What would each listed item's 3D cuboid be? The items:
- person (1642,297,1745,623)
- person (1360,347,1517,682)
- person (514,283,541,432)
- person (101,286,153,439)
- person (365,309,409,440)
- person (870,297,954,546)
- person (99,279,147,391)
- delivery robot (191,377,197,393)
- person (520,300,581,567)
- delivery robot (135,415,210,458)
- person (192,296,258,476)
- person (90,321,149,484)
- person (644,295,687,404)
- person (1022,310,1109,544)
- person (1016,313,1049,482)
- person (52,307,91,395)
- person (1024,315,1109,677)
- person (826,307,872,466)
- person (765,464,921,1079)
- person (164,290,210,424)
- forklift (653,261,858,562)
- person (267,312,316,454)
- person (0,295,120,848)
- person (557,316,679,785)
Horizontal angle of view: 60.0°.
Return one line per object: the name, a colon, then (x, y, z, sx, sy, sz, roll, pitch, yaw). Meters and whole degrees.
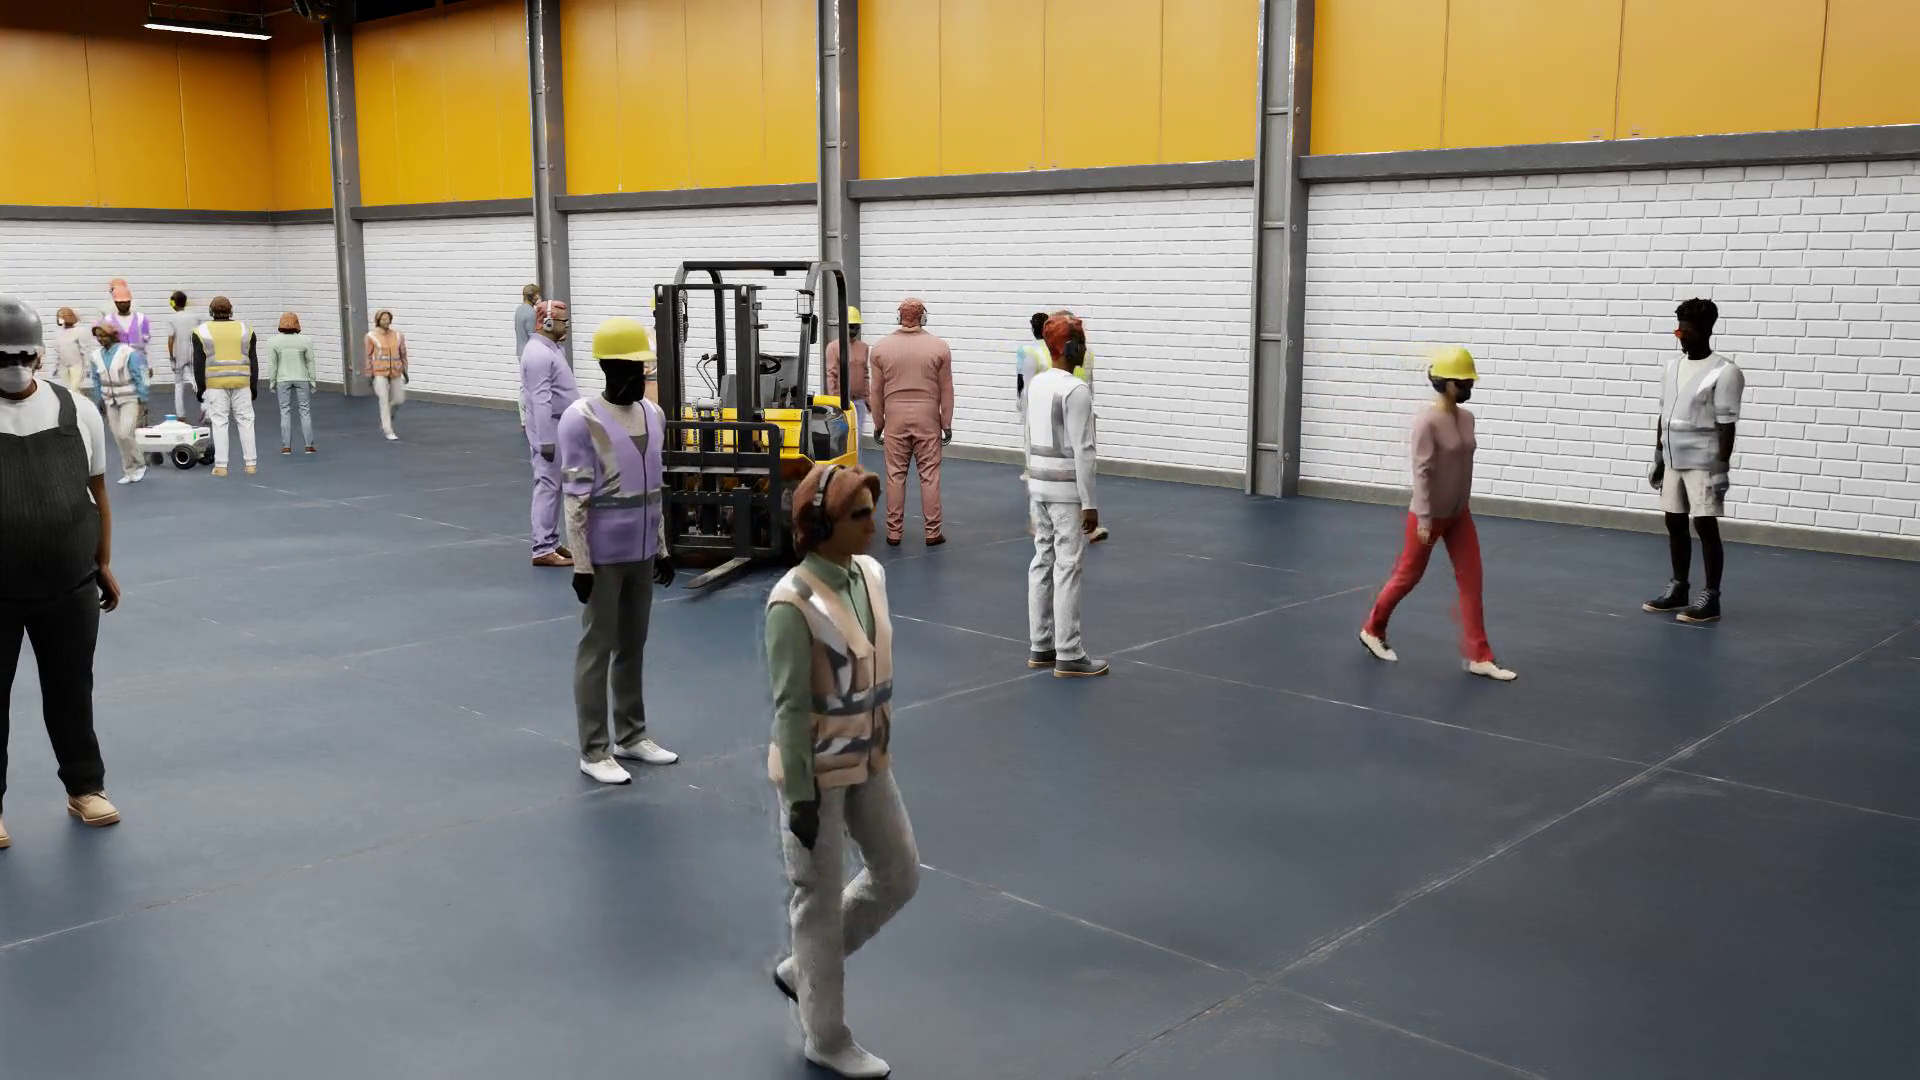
person: (4.425, -0.482, 10.050, 0.380, 1.957, 0.599, -3, 10, -15)
person: (2.504, -0.159, 8.761, 0.540, 1.722, 0.907, -7, 12, -38)
person: (-5.549, -2.345, 21.522, 0.371, 1.934, 0.627, -6, 11, -31)
person: (-10.227, -2.157, 20.452, 0.571, 1.900, 0.850, -5, 11, -30)
person: (-7.140, -2.060, 20.686, 0.530, 1.625, 0.505, -8, 12, -40)
person: (-0.360, -0.899, 12.740, 0.643, 1.908, 0.408, 1, 9, 4)
person: (-13.088, -3.096, 26.041, 0.638, 1.952, 0.973, -2, 9, -13)
delivery robot: (-11.875, -2.522, 26.530, 0.707, 0.478, 0.477, -3, 10, -19)
person: (-2.914, -0.761, 11.921, 0.403, 1.899, 0.646, -1, 9, -7)
delivery robot: (-8.415, -1.094, 17.775, 0.707, 0.478, 0.477, 1, 9, 5)
person: (-7.546, -1.581, 17.114, 0.624, 1.845, 0.430, -6, 11, -34)
person: (-8.235, -1.340, 16.332, 0.525, 1.609, 0.443, 2, 9, 12)
person: (-2.615, -1.229, 14.701, 0.374, 1.922, 0.594, 7, 11, 35)
person: (0.798, -0.867, 12.884, 0.650, 1.791, 0.943, -4, 10, -22)
person: (0.806, -1.414, 16.559, 0.536, 1.690, 0.321, -3, 10, -19)
person: (-11.719, -2.257, 21.937, 0.500, 1.622, 0.378, 3, 10, 19)
person: (0.544, -0.228, 8.688, 0.355, 1.884, 0.575, -5, 10, -27)
person: (-1.043, -1.332, 15.835, 0.338, 1.763, 0.533, 9, 13, 44)
person: (-0.311, 0.609, 4.320, 0.364, 1.624, 0.539, 5, 10, 26)
person: (-10.547, -2.492, 22.736, 0.520, 1.839, 0.886, -9, 13, -43)
forklift: (-1.552, -1.040, 12.721, 1.214, 2.155, 2.313, 2, 9, 11)
person: (-7.652, -1.797, 19.073, 0.509, 1.632, 0.267, -4, 10, -21)
person: (-3.456, 0.106, 6.164, 0.536, 2.000, 0.676, 9, 13, 44)
person: (-1.406, 0.033, 6.954, 0.386, 1.927, 0.589, 5, 11, 29)
